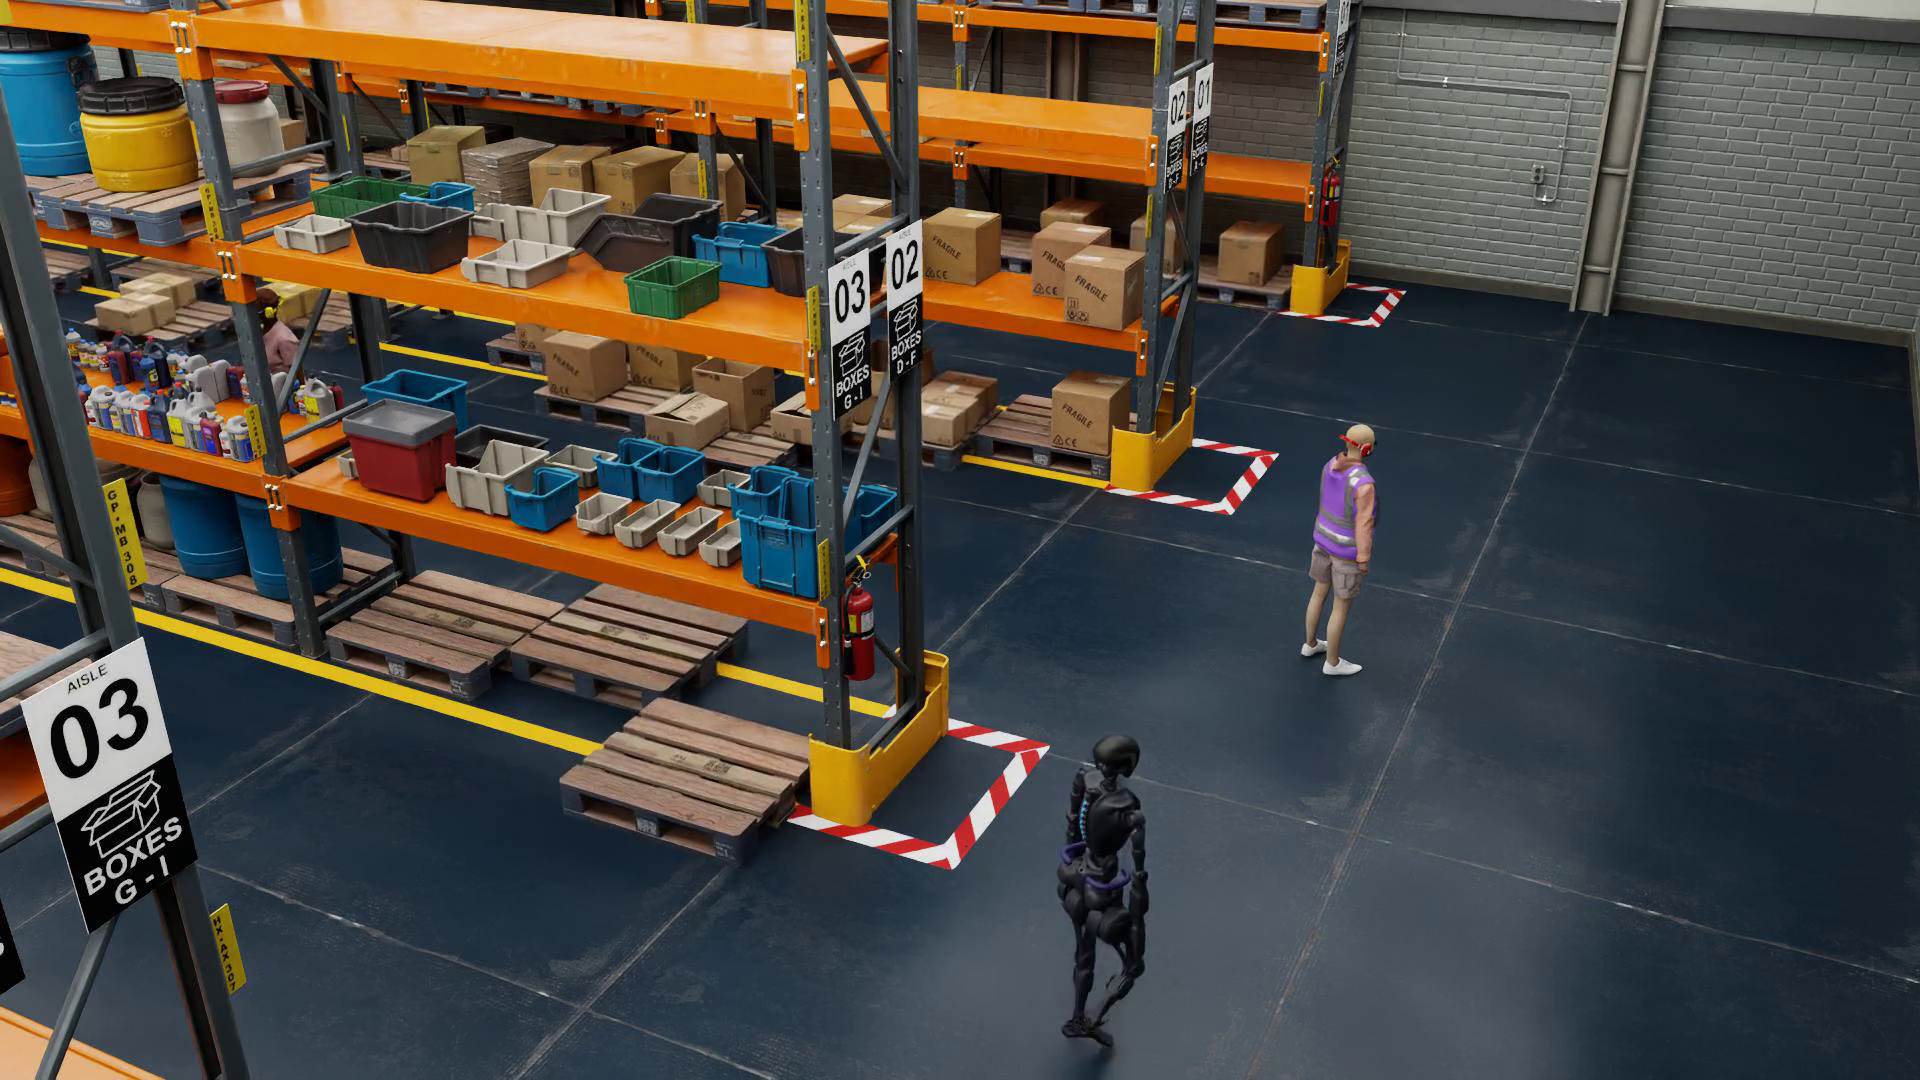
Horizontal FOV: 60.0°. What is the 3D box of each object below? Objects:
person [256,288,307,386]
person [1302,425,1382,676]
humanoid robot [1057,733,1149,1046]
[{"bbox_3d":[-5.157,-1.057,12.715,0.539,1.800,0.330,22,34,37],"label":"person"},{"bbox_3d":[2.432,0.060,10.585,0.349,1.688,0.489,-11,28,-21],"label":"person"},{"bbox_3d":[0.614,1.583,7.512,0.373,1.647,0.590,-16,31,-29],"label":"humanoid robot"}]
